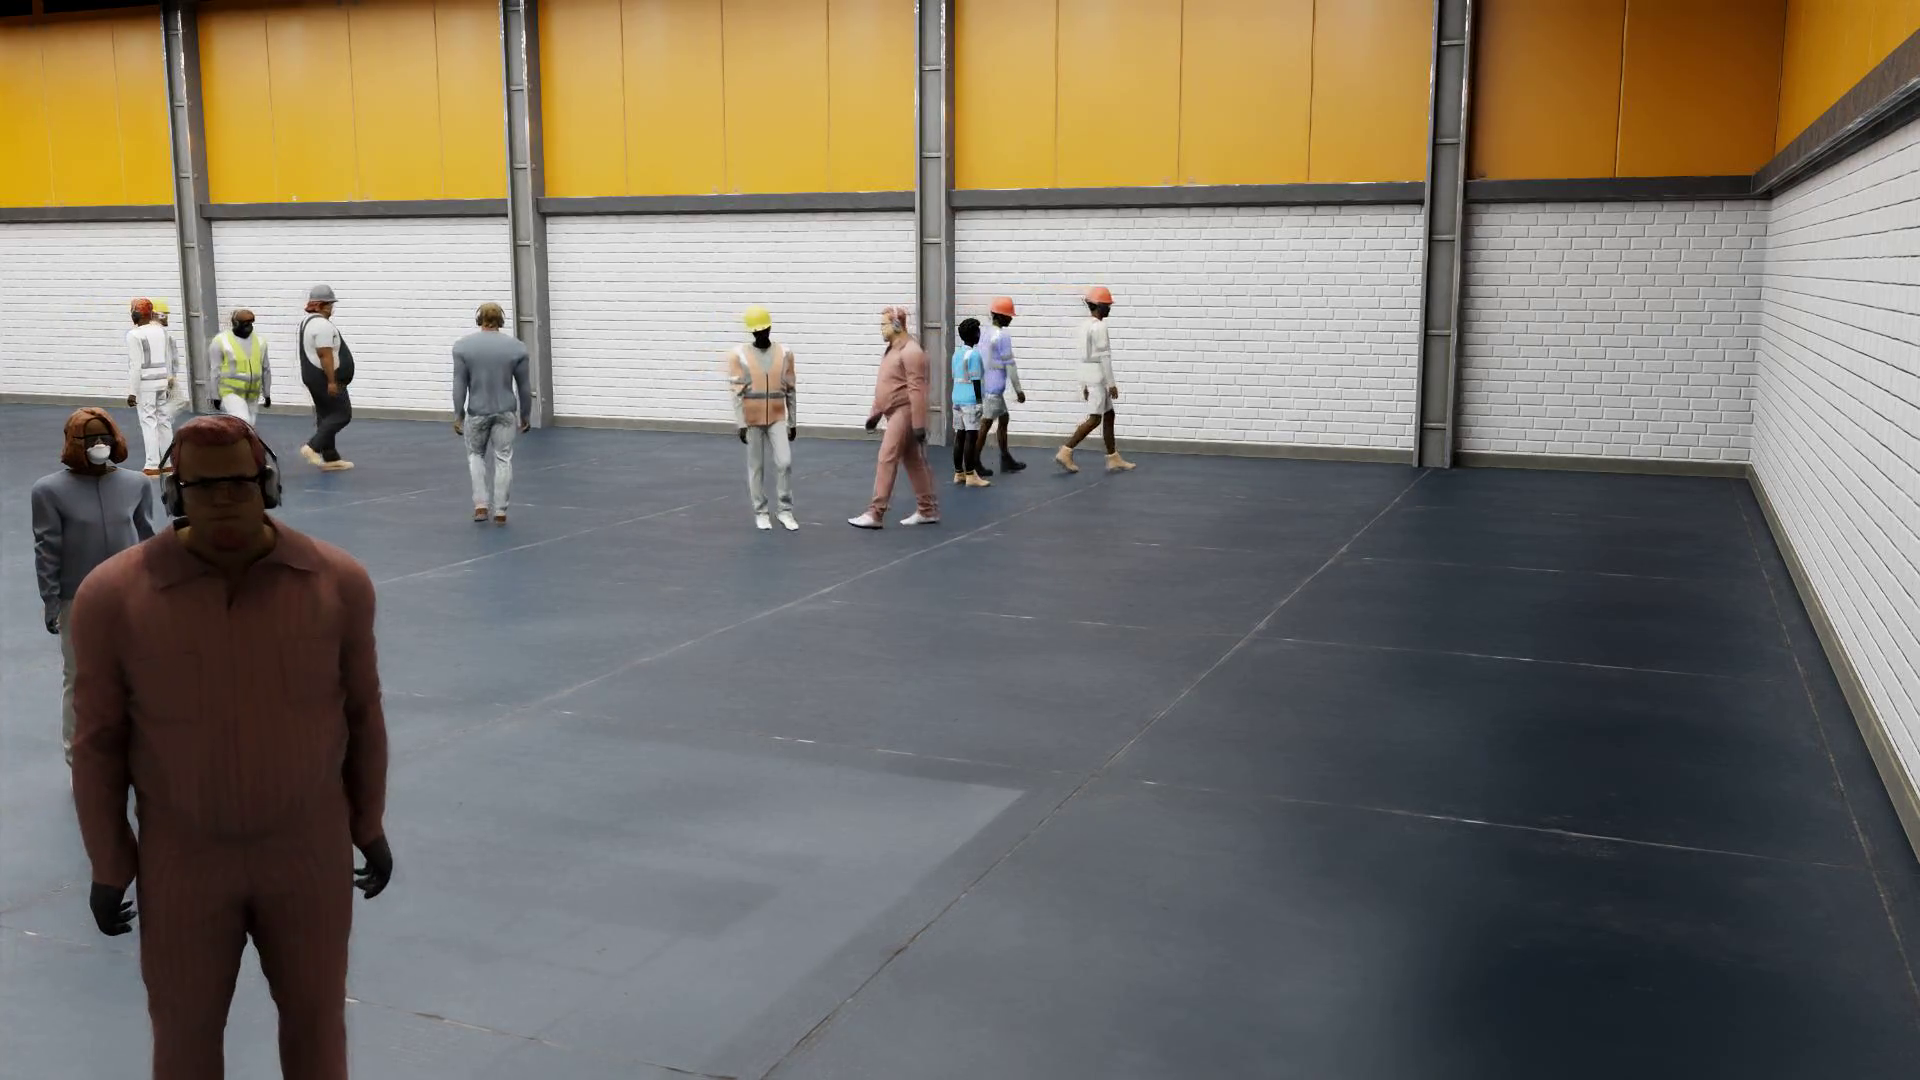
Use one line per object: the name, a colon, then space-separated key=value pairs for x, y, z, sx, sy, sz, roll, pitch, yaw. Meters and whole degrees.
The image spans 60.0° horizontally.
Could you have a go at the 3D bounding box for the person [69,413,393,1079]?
person: x=-1.589 y=0.669 z=3.694 sx=0.651 sy=1.906 sz=0.403 roll=-5 pitch=11 yaw=-30

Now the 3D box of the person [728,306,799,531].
person: x=-1.619 y=-0.999 z=13.859 sx=0.598 sy=1.887 sz=0.676 roll=-4 pitch=10 yaw=-21

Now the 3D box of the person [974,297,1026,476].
person: x=0.447 y=-1.613 z=17.563 sx=0.890 sy=1.884 sz=0.559 roll=-4 pitch=10 yaw=-24

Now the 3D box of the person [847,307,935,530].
person: x=-0.610 y=-1.023 z=14.077 sx=0.918 sy=1.867 sz=0.651 roll=-3 pitch=10 yaw=-17

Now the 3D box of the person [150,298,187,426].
person: x=-9.741 y=-2.029 z=20.290 sx=0.624 sy=1.819 sz=0.412 roll=8 pitch=12 yaw=40

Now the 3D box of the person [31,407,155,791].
person: x=-3.626 y=0.252 z=7.042 sx=0.279 sy=1.634 sz=0.499 roll=8 pitch=12 yaw=41

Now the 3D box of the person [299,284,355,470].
person: x=-6.818 y=-1.745 z=17.918 sx=0.563 sy=2.000 sz=0.700 roll=-6 pitch=11 yaw=-34

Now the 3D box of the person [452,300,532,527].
person: x=-3.999 y=-1.079 z=14.238 sx=0.666 sy=1.921 sz=0.631 roll=-3 pitch=10 yaw=-20

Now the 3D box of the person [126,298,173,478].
person: x=-8.495 y=-1.582 z=17.412 sx=0.356 sy=1.883 sz=0.573 roll=2 pitch=10 yaw=10

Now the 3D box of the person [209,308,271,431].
person: x=-7.694 y=-1.573 z=17.679 sx=0.836 sy=1.797 sz=0.637 roll=6 pitch=11 yaw=34

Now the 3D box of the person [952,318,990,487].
person: x=0.093 y=-1.380 z=16.745 sx=0.319 sy=1.696 sz=0.532 roll=-4 pitch=10 yaw=-24

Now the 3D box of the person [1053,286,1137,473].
person: x=1.444 y=-1.711 z=17.801 sx=0.926 sy=2.014 sz=0.630 roll=-1 pitch=9 yaw=-6
